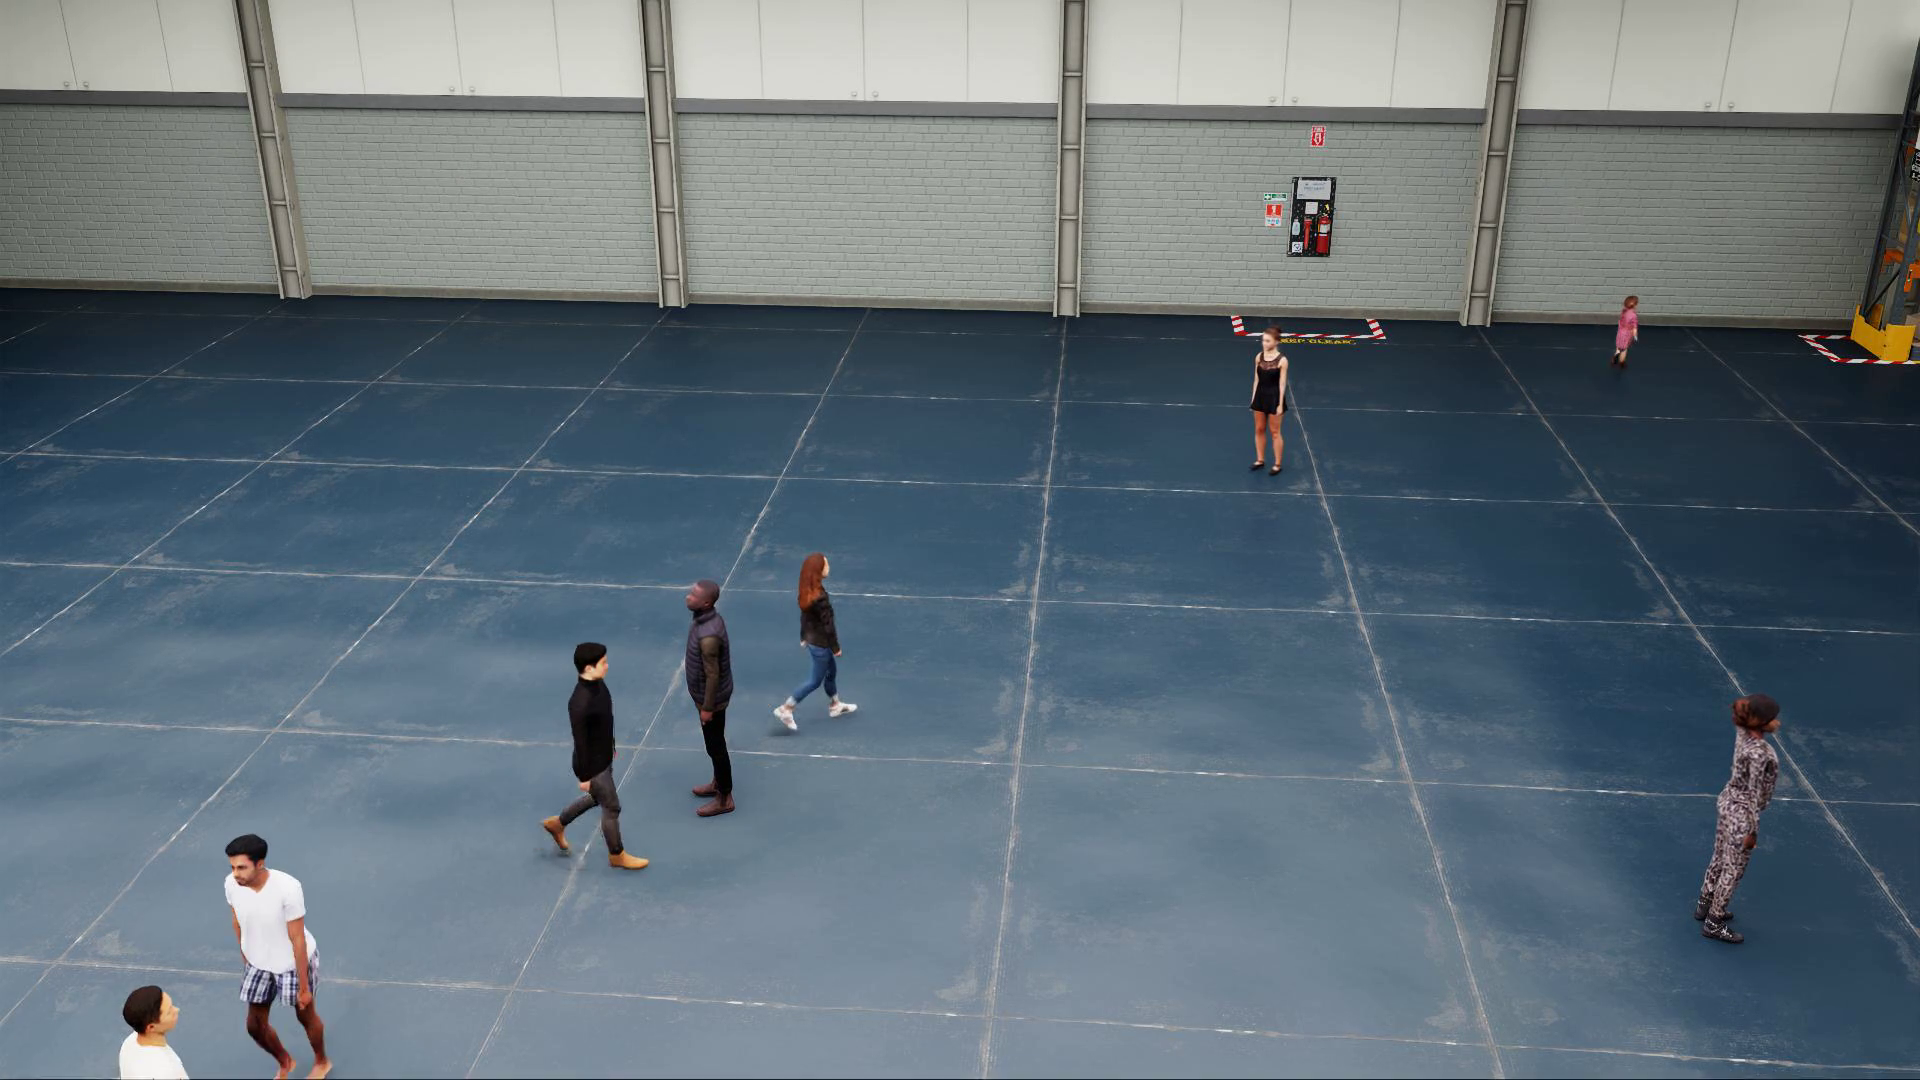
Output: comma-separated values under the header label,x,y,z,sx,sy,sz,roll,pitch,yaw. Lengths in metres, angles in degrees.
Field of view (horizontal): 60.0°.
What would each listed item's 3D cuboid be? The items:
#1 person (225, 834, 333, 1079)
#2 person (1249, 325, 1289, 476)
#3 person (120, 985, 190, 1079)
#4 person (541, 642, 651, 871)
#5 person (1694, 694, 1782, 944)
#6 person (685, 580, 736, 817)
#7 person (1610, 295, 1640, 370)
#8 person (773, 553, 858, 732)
label,x,y,z,sx,sy,sz,roll,pitch,yaw
person,-3.763,2.322,9.347,0.566,1.709,0.759,3,23,7
person,3.460,-1.567,18.538,0.685,1.673,0.755,20,30,39
person,-3.854,2.930,7.858,1.210,1.756,1.098,-17,28,-34
person,-2.566,1.476,11.347,1.003,1.701,0.677,0,23,1
person,4.995,1.762,10.658,0.553,1.715,0.592,4,23,10
person,-1.804,1.118,12.019,0.689,1.834,0.757,-5,24,-11
person,8.859,-2.763,22.195,0.574,1.013,0.516,-10,25,-22
person,-1.181,0.822,13.191,1.021,1.461,0.818,-9,25,-21
